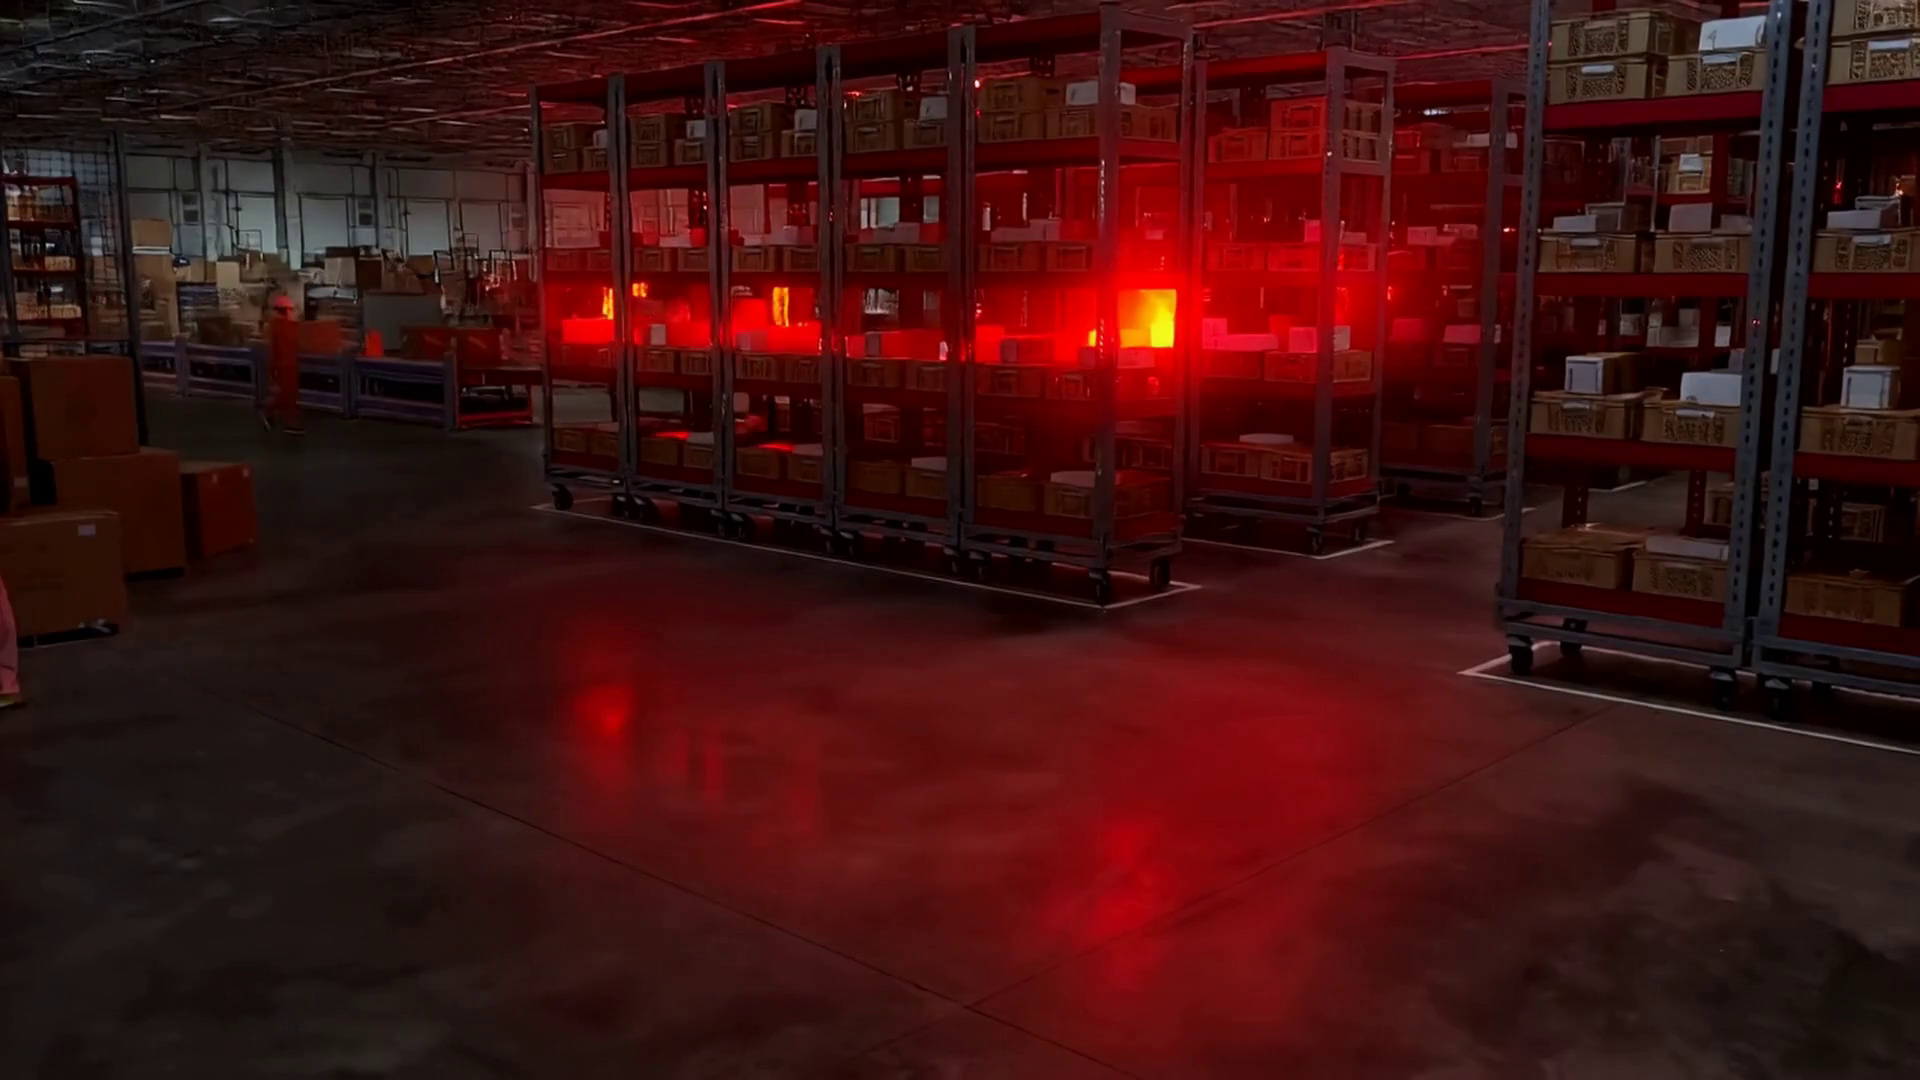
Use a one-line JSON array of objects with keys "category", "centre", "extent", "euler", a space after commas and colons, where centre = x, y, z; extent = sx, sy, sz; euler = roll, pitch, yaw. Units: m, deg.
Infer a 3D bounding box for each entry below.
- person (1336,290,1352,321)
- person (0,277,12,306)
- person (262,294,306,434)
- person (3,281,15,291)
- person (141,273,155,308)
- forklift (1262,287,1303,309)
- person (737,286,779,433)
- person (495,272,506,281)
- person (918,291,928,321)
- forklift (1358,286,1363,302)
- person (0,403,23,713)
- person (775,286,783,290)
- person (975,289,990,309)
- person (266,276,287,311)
[{"category": "person", "centre": [4.605, -2.084, 19.959], "extent": [0.588, 1.822, 0.403], "euler": [-1, 9, -7]}, {"category": "person", "centre": [-35.727, -8.992, 62.320], "extent": [0.576, 1.836, 1.038], "euler": [1, 9, 9]}, {"category": "person", "centre": [-8.490, -2.196, 20.828], "extent": [0.436, 1.752, 0.547], "euler": [2, 10, 13]}, {"category": "person", "centre": [-46.075, -11.988, 80.622], "extent": [0.624, 1.845, 0.430], "euler": [6, 11, 31]}, {"category": "person", "centre": [-33.921, -10.162, 69.285], "extent": [1.006, 1.899, 0.631], "euler": [2, 9, 9]}, {"category": "forklift", "centre": [10.769, -8.203, 54.240], "extent": [1.129, 2.768, 1.873], "euler": [8, 12, 42]}, {"category": "person", "centre": [-2.467, -2.324, 20.793], "extent": [0.631, 2.031, 0.563], "euler": [7, 12, 37]}, {"category": "person", "centre": [-25.643, -14.031, 92.939], "extent": [0.589, 1.917, 0.402], "euler": [-2, 9, -11]}, {"category": "person", "centre": [-1.026, -5.629, 41.719], "extent": [0.403, 1.819, 0.599], "euler": [-3, 10, -20]}, {"category": "forklift", "centre": [11.100, -7.017, 46.970], "extent": [1.873, 2.768, 1.129], "euler": [9, 13, 43]}, {"category": "person", "centre": [-4.623, -0.175, 7.721], "extent": [0.381, 1.993, 0.622], "euler": [-7, 12, -36]}, {"category": "person", "centre": [-8.654, -12.018, 80.913], "extent": [0.901, 1.802, 0.654], "euler": [-2, 10, -14]}, {"category": "person", "centre": [0.689, -7.622, 54.531], "extent": [0.523, 1.606, 0.670], "euler": [-7, 12, -38]}, {"category": "person", "centre": [-18.768, -6.317, 45.727], "extent": [0.541, 1.872, 1.026], "euler": [-2, 9, -10]}]
